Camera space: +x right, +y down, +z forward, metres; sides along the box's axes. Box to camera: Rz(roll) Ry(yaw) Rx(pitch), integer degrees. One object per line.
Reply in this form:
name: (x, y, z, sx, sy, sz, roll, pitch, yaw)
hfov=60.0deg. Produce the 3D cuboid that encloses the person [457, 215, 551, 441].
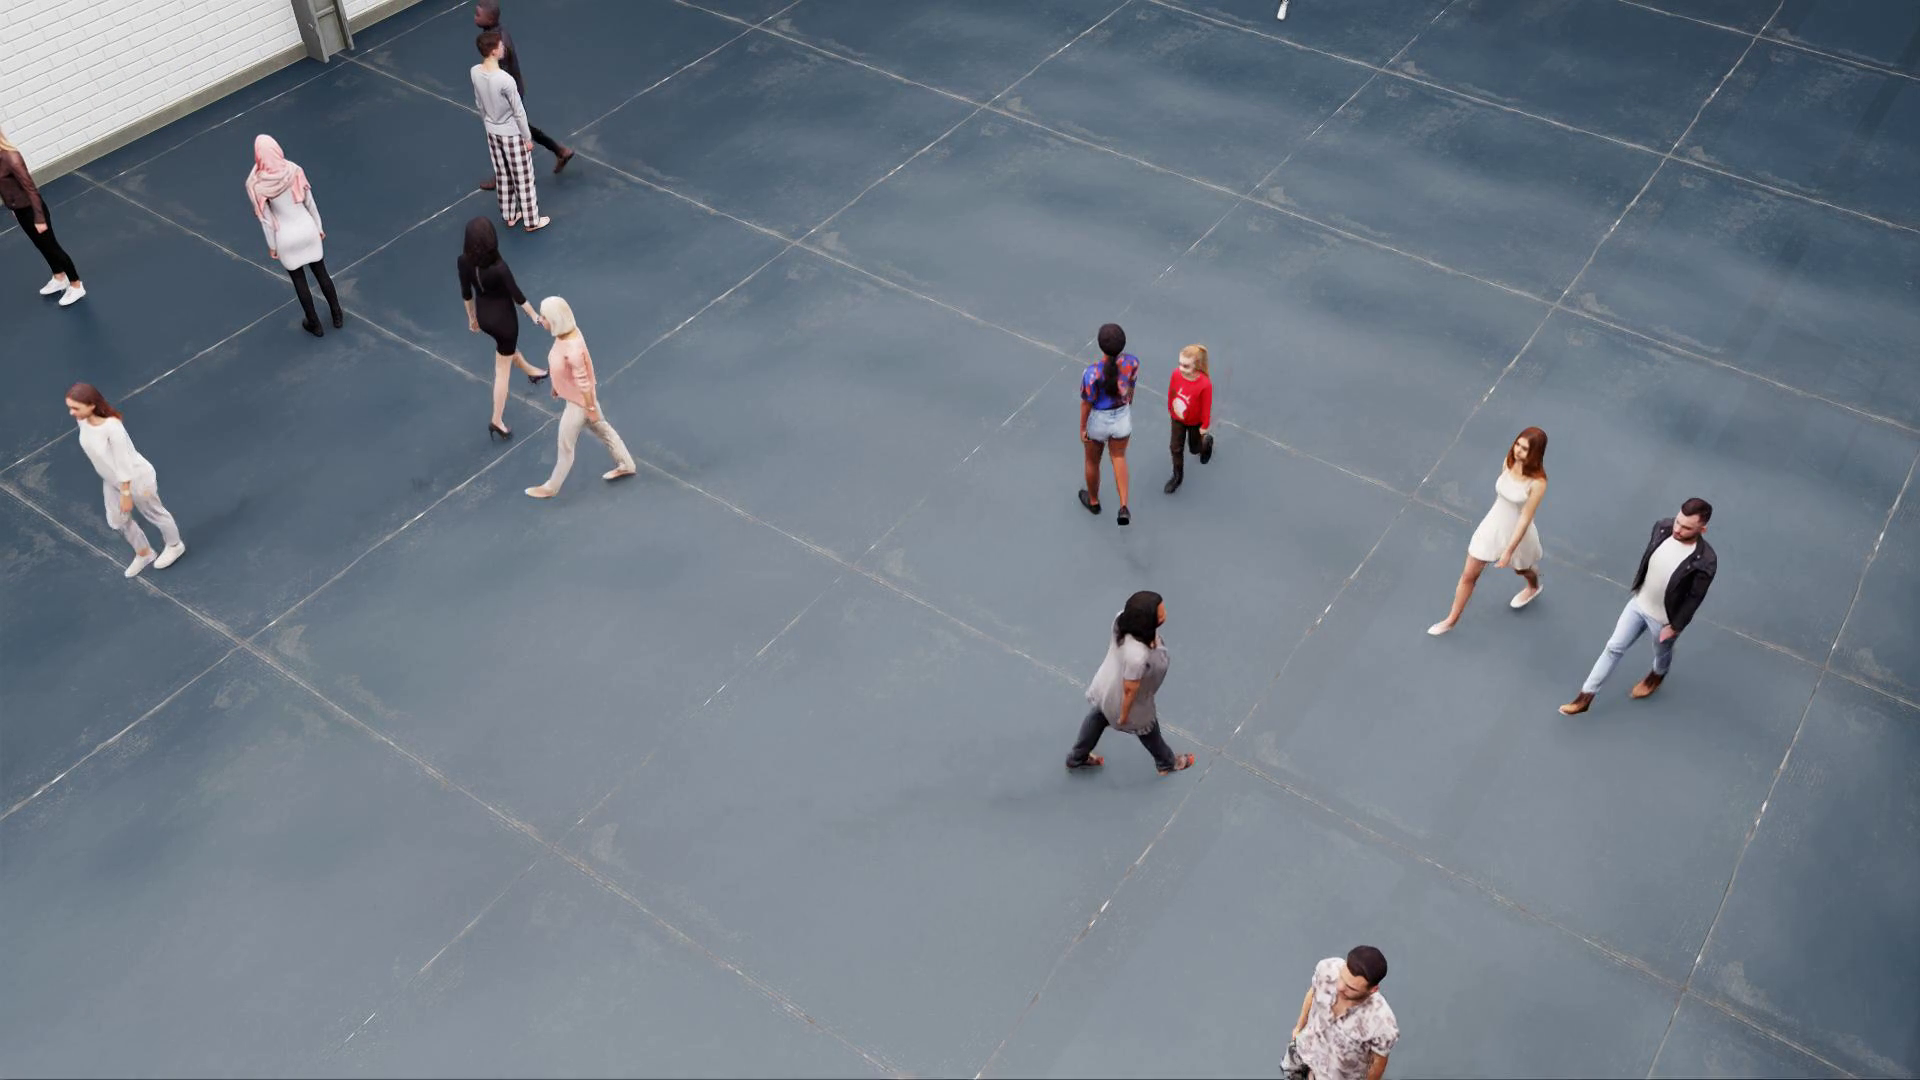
person: (-3.524, -1.537, 12.499, 0.713, 1.756, 1.139, 20, 47, 20)

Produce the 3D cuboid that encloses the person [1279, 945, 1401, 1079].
person: (1.913, 2.498, 8.233, 1.057, 1.799, 0.914, -21, 48, -21)

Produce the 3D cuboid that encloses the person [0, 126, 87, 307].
person: (-7.719, -2.738, 13.799, 0.610, 1.702, 0.510, 28, 50, 26)

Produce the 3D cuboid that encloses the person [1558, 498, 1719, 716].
person: (4.455, 0.398, 10.437, 1.230, 1.799, 0.969, -22, 48, -22)

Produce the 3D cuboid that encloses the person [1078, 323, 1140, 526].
person: (1.079, -0.760, 11.704, 0.915, 1.728, 0.933, -12, 45, -13)

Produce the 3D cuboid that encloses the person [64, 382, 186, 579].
person: (-5.673, -0.479, 11.449, 0.649, 1.674, 0.705, 18, 46, 18)

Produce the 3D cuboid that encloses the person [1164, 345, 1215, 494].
person: (1.703, -0.930, 12.218, 0.497, 1.266, 0.749, 22, 48, 22)

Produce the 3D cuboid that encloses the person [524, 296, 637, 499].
person: (-2.673, -1.052, 12.042, 1.159, 1.684, 0.983, -16, 46, -16)

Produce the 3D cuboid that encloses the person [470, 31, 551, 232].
person: (-3.977, -3.567, 14.565, 0.657, 1.847, 0.575, 20, 47, 19)

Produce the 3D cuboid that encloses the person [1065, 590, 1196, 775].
person: (0.937, 0.901, 10.076, 1.107, 1.569, 1.019, -9, 44, -9)

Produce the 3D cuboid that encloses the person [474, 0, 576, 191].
person: (-4.028, -4.018, 15.067, 1.261, 1.806, 1.150, -11, 45, -11)

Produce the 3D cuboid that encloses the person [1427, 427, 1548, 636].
person: (3.712, -0.064, 11.015, 1.228, 1.671, 0.900, -21, 48, -21)

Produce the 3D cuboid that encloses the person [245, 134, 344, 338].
person: (-5.371, -2.457, 13.430, 0.625, 1.803, 0.762, -29, 51, -27)
